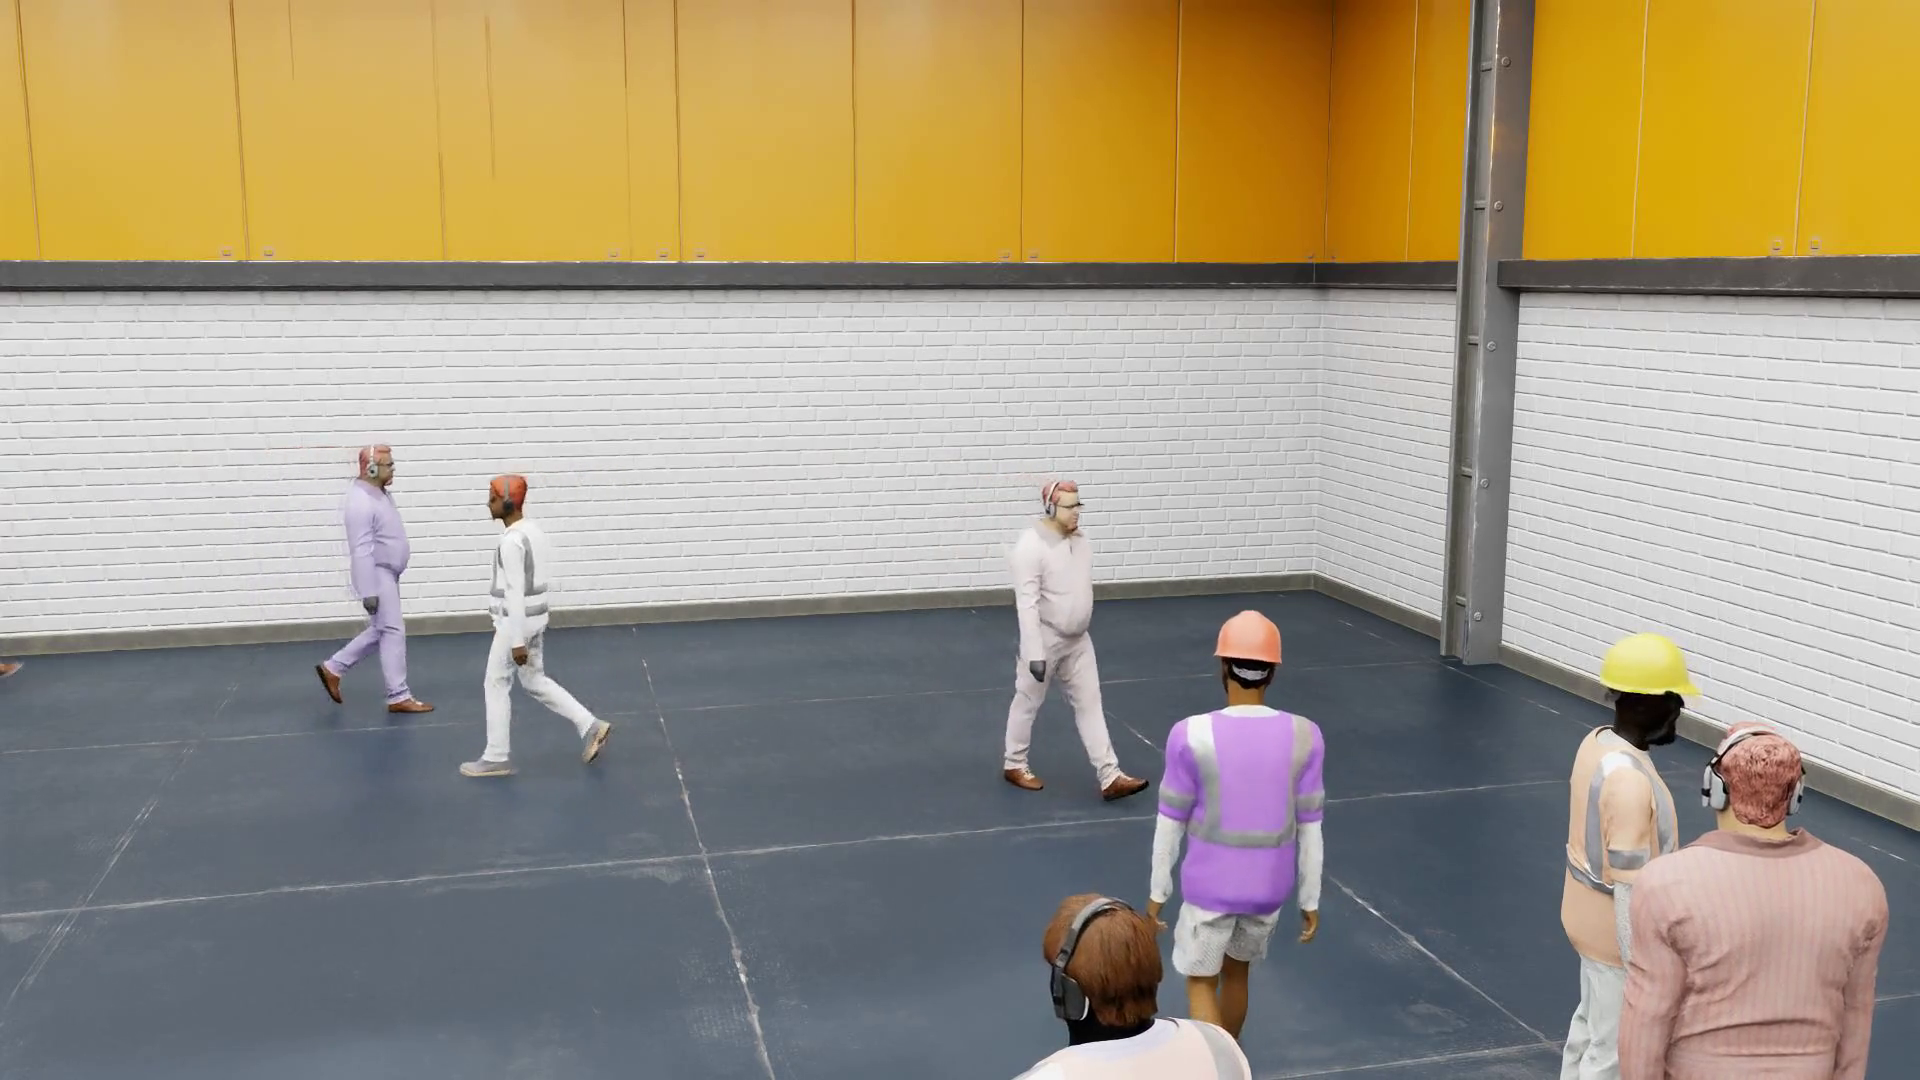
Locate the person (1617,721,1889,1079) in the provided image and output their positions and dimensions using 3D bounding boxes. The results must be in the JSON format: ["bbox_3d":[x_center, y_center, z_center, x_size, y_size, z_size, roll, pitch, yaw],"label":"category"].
[{"bbox_3d":[1.978,1.405,4.270,0.643,1.908,0.399,0,9,-2],"label":"person"}]

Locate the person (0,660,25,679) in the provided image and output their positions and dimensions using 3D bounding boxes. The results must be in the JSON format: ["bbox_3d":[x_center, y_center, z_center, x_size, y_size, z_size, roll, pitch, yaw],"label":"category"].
[{"bbox_3d":[-7.369,0.200,11.867,1.029,1.884,0.640,-4,10,-22],"label":"person"}]

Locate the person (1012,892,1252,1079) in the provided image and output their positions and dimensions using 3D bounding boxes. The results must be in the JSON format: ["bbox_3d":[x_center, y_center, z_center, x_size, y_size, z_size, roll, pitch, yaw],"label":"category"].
[{"bbox_3d":[0.274,1.590,3.319,0.627,1.844,0.429,-6,11,-34],"label":"person"}]

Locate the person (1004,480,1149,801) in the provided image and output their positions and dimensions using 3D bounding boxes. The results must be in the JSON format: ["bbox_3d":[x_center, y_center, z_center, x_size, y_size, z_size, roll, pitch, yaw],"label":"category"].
[{"bbox_3d":[0.606,0.585,9.538,0.676,1.851,0.992,-9,13,-44],"label":"person"}]

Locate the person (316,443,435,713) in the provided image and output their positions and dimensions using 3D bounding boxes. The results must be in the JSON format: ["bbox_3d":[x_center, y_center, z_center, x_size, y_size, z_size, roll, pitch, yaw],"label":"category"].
[{"bbox_3d":[-4.063,0.271,11.433,0.734,1.888,0.652,-1,9,-9],"label":"person"}]

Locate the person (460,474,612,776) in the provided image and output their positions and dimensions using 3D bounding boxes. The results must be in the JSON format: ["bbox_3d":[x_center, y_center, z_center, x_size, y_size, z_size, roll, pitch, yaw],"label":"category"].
[{"bbox_3d":[-2.586,0.513,10.013,0.823,1.856,0.576,0,9,3],"label":"person"}]

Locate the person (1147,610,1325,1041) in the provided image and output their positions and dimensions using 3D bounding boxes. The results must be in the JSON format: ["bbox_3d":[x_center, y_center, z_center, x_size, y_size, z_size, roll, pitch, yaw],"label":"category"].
[{"bbox_3d":[0.952,1.172,5.808,0.591,1.880,0.741,-1,9,-6],"label":"person"}]

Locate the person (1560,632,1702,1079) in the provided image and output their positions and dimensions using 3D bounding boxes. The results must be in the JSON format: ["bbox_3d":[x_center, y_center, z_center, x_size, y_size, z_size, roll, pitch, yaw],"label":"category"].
[{"bbox_3d":[2.089,1.238,5.242,0.360,1.929,0.587,2,9,11],"label":"person"}]
